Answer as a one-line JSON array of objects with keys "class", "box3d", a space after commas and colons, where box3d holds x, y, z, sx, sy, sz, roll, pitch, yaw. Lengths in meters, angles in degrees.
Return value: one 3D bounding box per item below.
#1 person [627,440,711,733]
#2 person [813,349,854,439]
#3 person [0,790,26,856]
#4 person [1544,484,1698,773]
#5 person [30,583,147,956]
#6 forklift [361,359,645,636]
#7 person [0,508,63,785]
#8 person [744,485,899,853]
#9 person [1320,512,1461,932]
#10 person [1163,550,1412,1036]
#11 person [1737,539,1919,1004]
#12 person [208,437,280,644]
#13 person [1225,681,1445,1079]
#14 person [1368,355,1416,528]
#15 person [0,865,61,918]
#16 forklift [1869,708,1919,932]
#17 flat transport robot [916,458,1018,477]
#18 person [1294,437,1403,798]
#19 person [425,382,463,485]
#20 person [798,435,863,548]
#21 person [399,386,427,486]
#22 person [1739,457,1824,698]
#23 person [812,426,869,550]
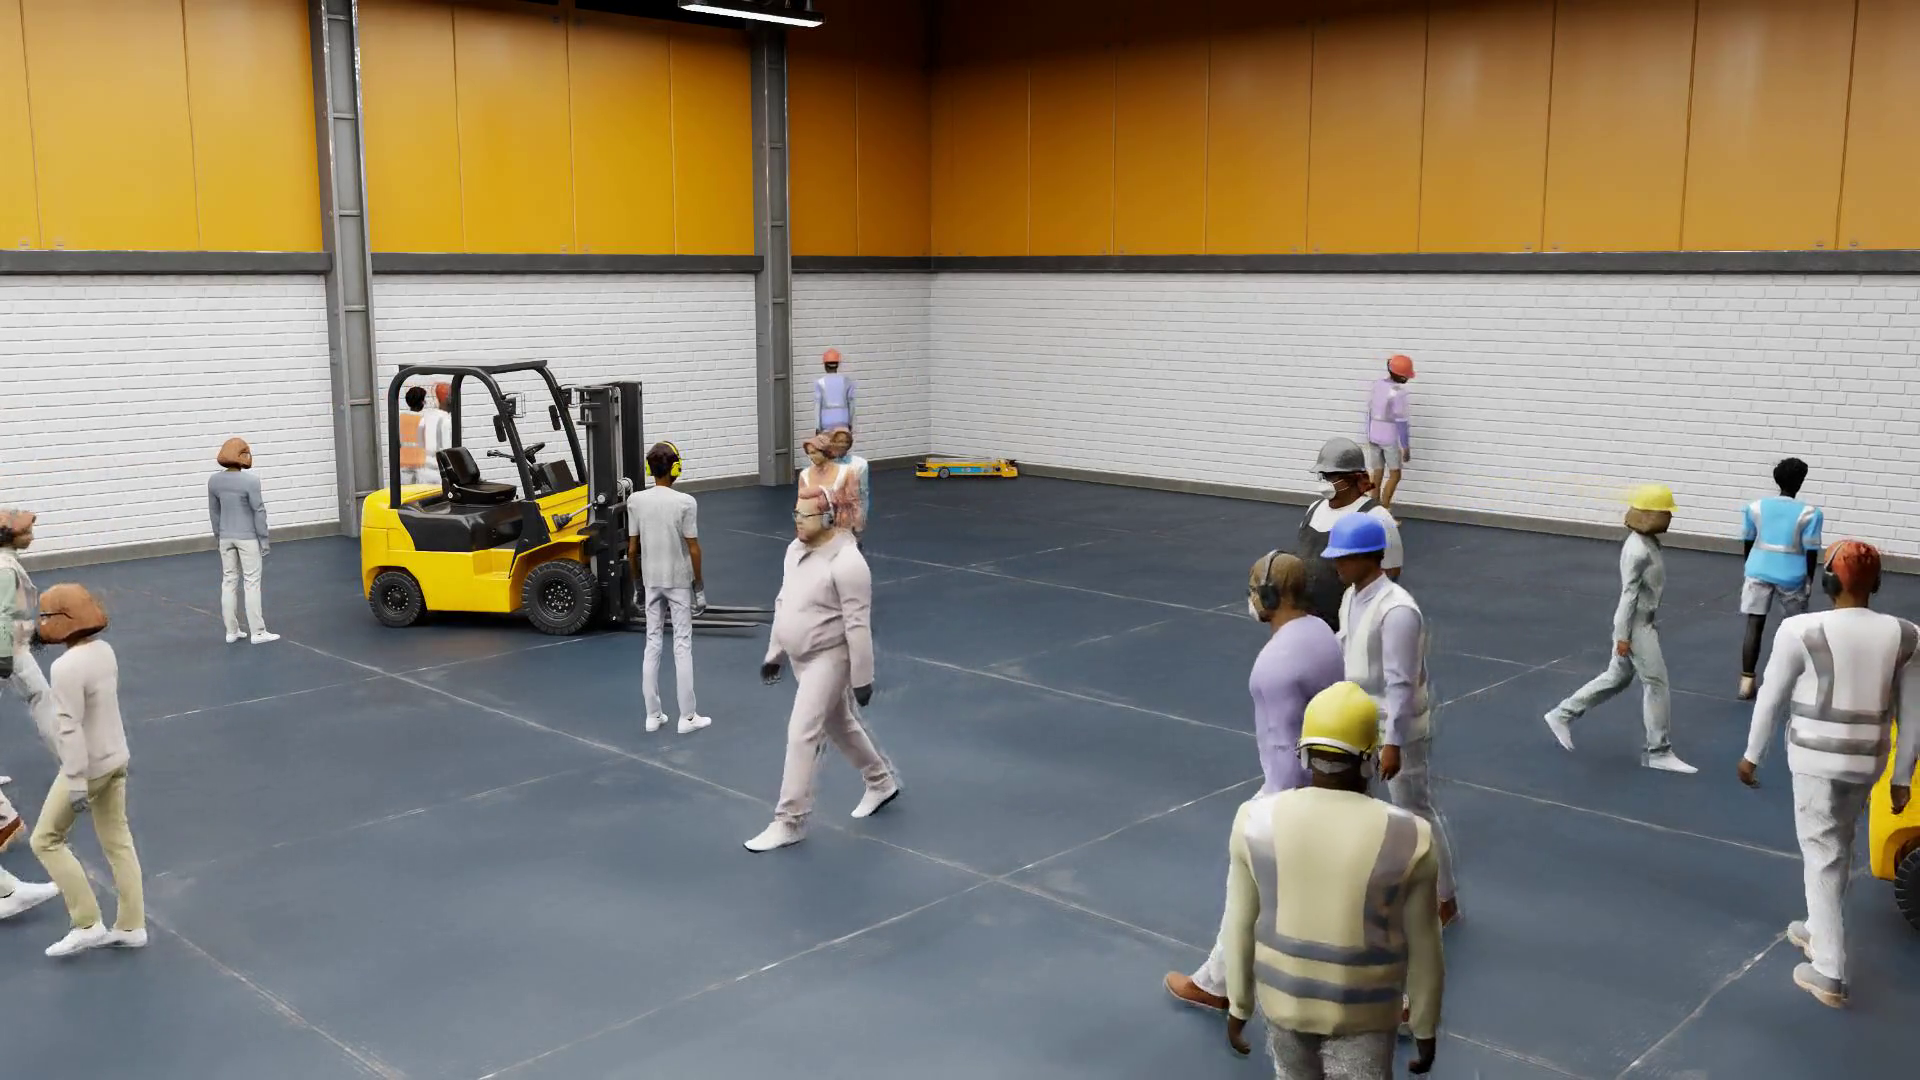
[{"class": "person", "box3d": [-1.853, 0.300, 10.596, 0.512, 1.873, 0.328, 3, 10, 15]}, {"class": "person", "box3d": [-1.684, -1.559, 21.914, 0.561, 1.890, 0.942, -2, 9, -13]}, {"class": "person", "box3d": [-5.053, 0.687, 8.039, 0.630, 1.967, 0.961, 5, 10, 27]}, {"class": "person", "box3d": [3.957, 0.497, 9.896, 0.839, 1.710, 0.497, 5, 11, 28]}, {"class": "person", "box3d": [-3.776, 0.988, 7.122, 0.493, 1.615, 0.534, -1, 9, -3]}, {"class": "forklift", "box3d": [-3.850, -0.407, 13.936, 2.313, 2.155, 1.214, 2, 9, 11]}, {"class": "person", "box3d": [-5.329, 0.607, 9.482, 0.799, 1.598, 0.543, -8, 12, -40]}, {"class": "person", "box3d": [-0.697, 0.623, 8.664, 0.996, 1.863, 0.642, -6, 11, -31]}, {"class": "person", "box3d": [1.932, 0.813, 7.423, 0.741, 1.900, 0.625, -2, 10, -14]}, {"class": "person", "box3d": [1.323, 0.979, 6.419, 0.994, 1.883, 0.621, 6, 11, 34]}, {"class": "person", "box3d": [3.577, 0.912, 6.902, 0.592, 1.855, 0.813, 0, 9, 0]}, {"class": "person", "box3d": [-5.667, 0.007, 13.117, 0.497, 1.634, 0.287, 3, 10, 16]}, {"class": "person", "box3d": [1.036, 1.302, 4.679, 0.603, 1.806, 0.842, 4, 10, 23]}, {"class": "person", "box3d": [4.871, -1.121, 18.989, 0.411, 1.986, 0.722, -4, 10, -22]}, {"class": "person", "box3d": [-4.524, 0.868, 7.275, 0.991, 1.813, 0.536, -3, 10, -19]}, {"class": "forklift", "box3d": [5.205, 0.723, 7.013, 2.313, 2.155, 1.214, 9, 13, 43]}, {"class": "flat transport robot", "box3d": [0.092, -1.038, 23.687, 1.431, 0.197, 0.652, 0, 9, -1]}, {"class": "person", "box3d": [2.056, 0.442, 9.201, 0.539, 2.000, 0.689, -5, 11, -29]}, {"class": "person", "box3d": [-4.969, -0.632, 16.371, 0.946, 1.837, 0.591, -9, 13, -43]}, {"class": "person", "box3d": [-1.065, -0.040, 13.431, 0.541, 1.613, 0.445, 4, 10, 21]}, {"class": "person", "box3d": [-5.853, -0.808, 17.940, 0.532, 1.691, 0.318, 3, 10, 17]}, {"class": "person", "box3d": [5.699, 0.250, 11.559, 0.551, 1.644, 0.888, 8, 12, 40]}, {"class": "person", "box3d": [-1.053, -0.190, 14.386, 0.518, 1.618, 0.583, -2, 9, -12]}]
